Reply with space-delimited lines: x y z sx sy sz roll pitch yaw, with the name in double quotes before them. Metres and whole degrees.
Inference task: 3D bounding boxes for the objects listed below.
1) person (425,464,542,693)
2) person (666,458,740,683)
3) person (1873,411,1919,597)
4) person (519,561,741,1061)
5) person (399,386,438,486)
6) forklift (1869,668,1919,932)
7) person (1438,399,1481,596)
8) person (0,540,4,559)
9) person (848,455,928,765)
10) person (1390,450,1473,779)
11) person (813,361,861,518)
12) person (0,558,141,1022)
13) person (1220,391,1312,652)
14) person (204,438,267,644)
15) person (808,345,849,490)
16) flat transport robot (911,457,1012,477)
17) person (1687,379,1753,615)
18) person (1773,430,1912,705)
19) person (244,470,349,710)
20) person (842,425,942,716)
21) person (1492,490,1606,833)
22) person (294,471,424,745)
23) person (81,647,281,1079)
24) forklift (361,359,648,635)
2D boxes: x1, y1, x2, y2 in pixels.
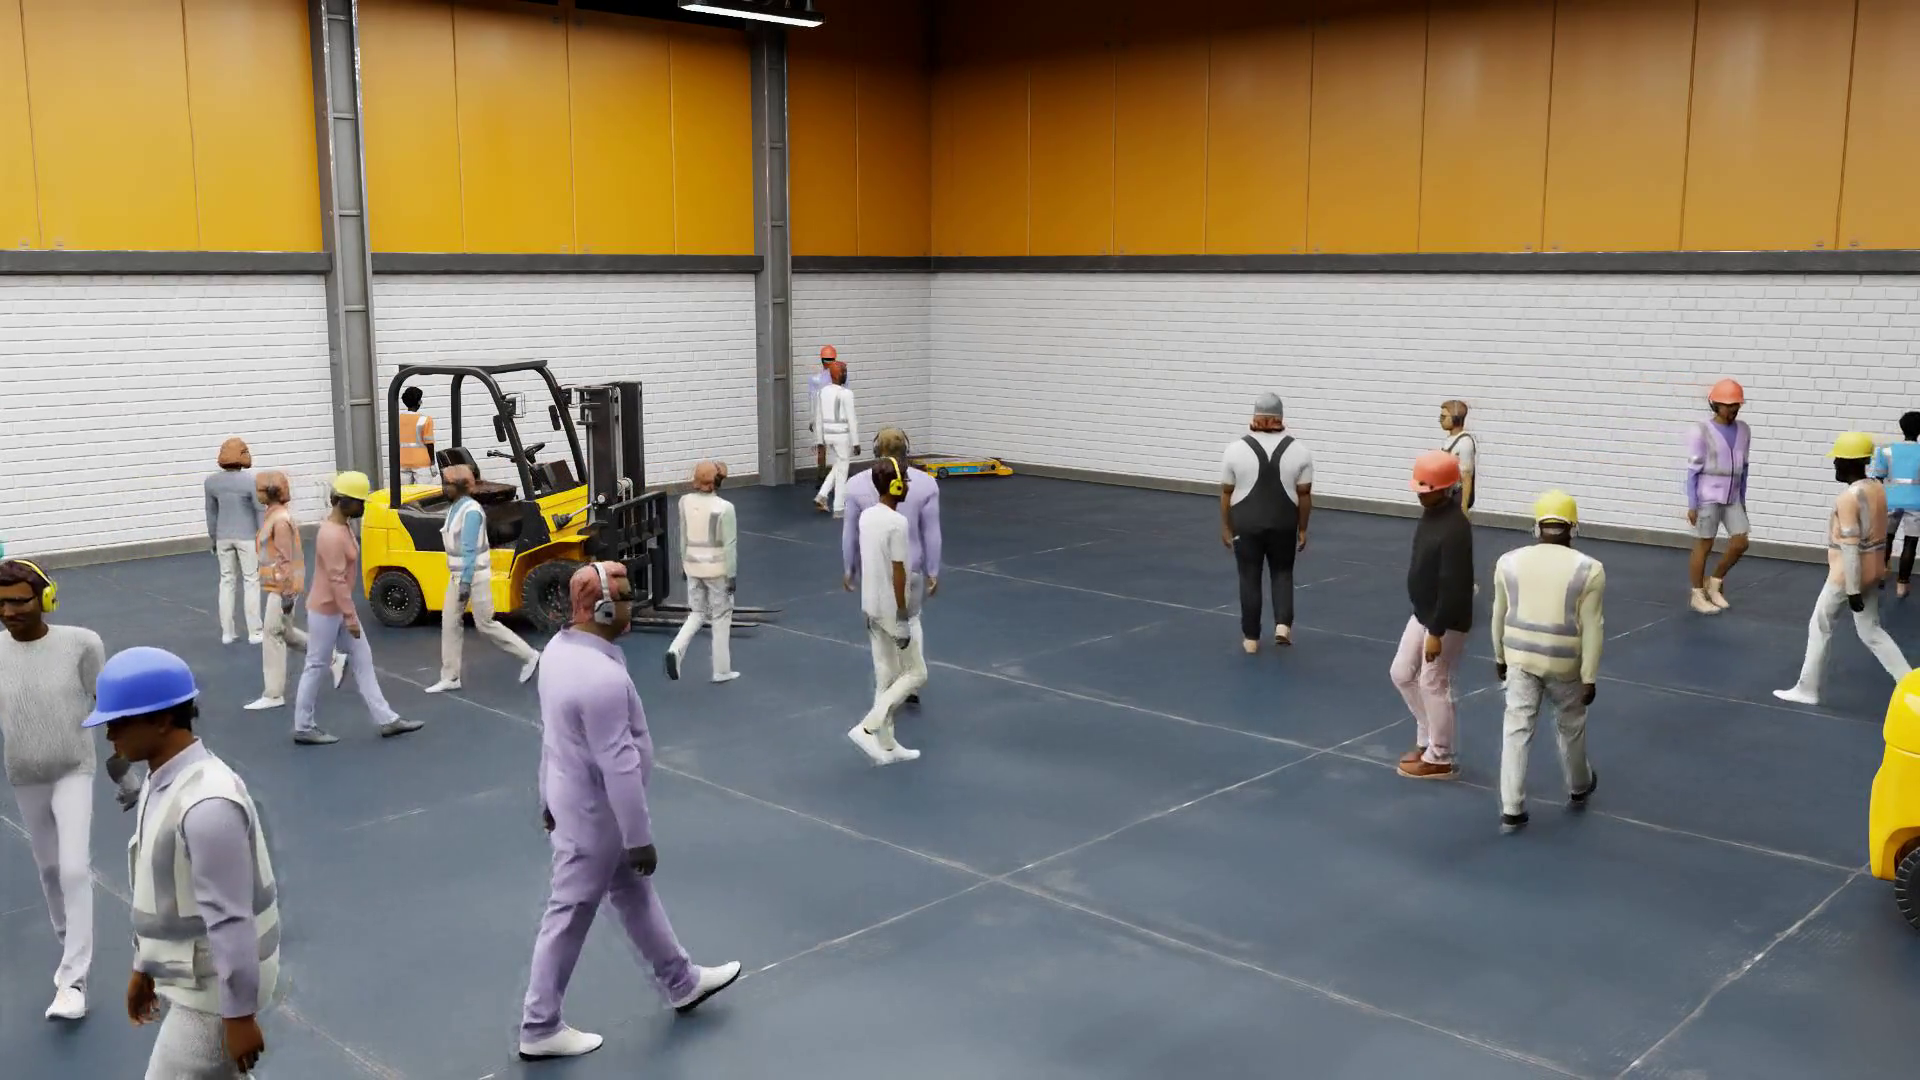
"person" -3.361 0.261 11.636 0.734 1.609 0.515 -7 11 -36
"person" -1.804 0.238 11.718 0.524 1.619 0.546 6 11 31
"person" 8.499 -0.321 14.947 0.541 1.682 0.354 7 12 38
"person" -1.254 1.003 6.275 0.962 1.863 0.675 -4 10 -24
"person" -5.880 -0.805 17.932 0.535 1.690 0.317 3 10 17
"forklift" 5.205 0.723 7.013 2.313 2.155 1.214 9 13 43
"person" 4.274 -0.316 14.498 0.393 1.827 0.514 1 9 7
"person" -8.403 -0.260 14.122 0.436 1.834 0.589 -8 12 -41
"person" -0.424 0.431 9.812 0.436 1.858 0.524 -5 11 -30
"person" 2.683 0.448 9.432 0.444 1.953 0.671 0 9 0
"person" -1.436 -1.183 19.679 0.448 1.867 0.584 -8 12 -41
"person" -3.620 0.977 6.583 0.561 1.819 0.930 -2 9 -12
"person" 2.338 -0.150 12.832 0.685 2.000 0.539 1 9 4
"person" -5.676 0.015 13.080 0.534 1.631 0.300 1 9 8
"person" -1.752 -1.632 22.233 0.548 1.937 0.358 -2 9 -10
"flat transport robot" -0.031 -1.045 23.734 1.431 0.197 0.652 -3 10 -17
"person" 6.442 -0.357 14.133 0.635 2.024 0.473 -3 10 -16
"person" 5.991 0.221 11.031 0.588 1.894 0.896 -7 12 -37
"person" -4.513 0.325 11.224 0.635 1.621 0.522 -5 10 -26
"person" -0.455 0.201 11.039 0.643 1.920 0.480 -2 9 -10
"person" 3.146 0.623 8.880 0.610 1.778 0.935 6 11 35
"person" -3.765 0.428 10.264 0.844 1.702 0.538 -1 9 -8
"person" -2.145 1.241 4.667 0.478 1.921 0.616 -6 11 -32
"forklift" -3.850 -0.407 13.936 2.313 2.155 1.214 2 9 11
